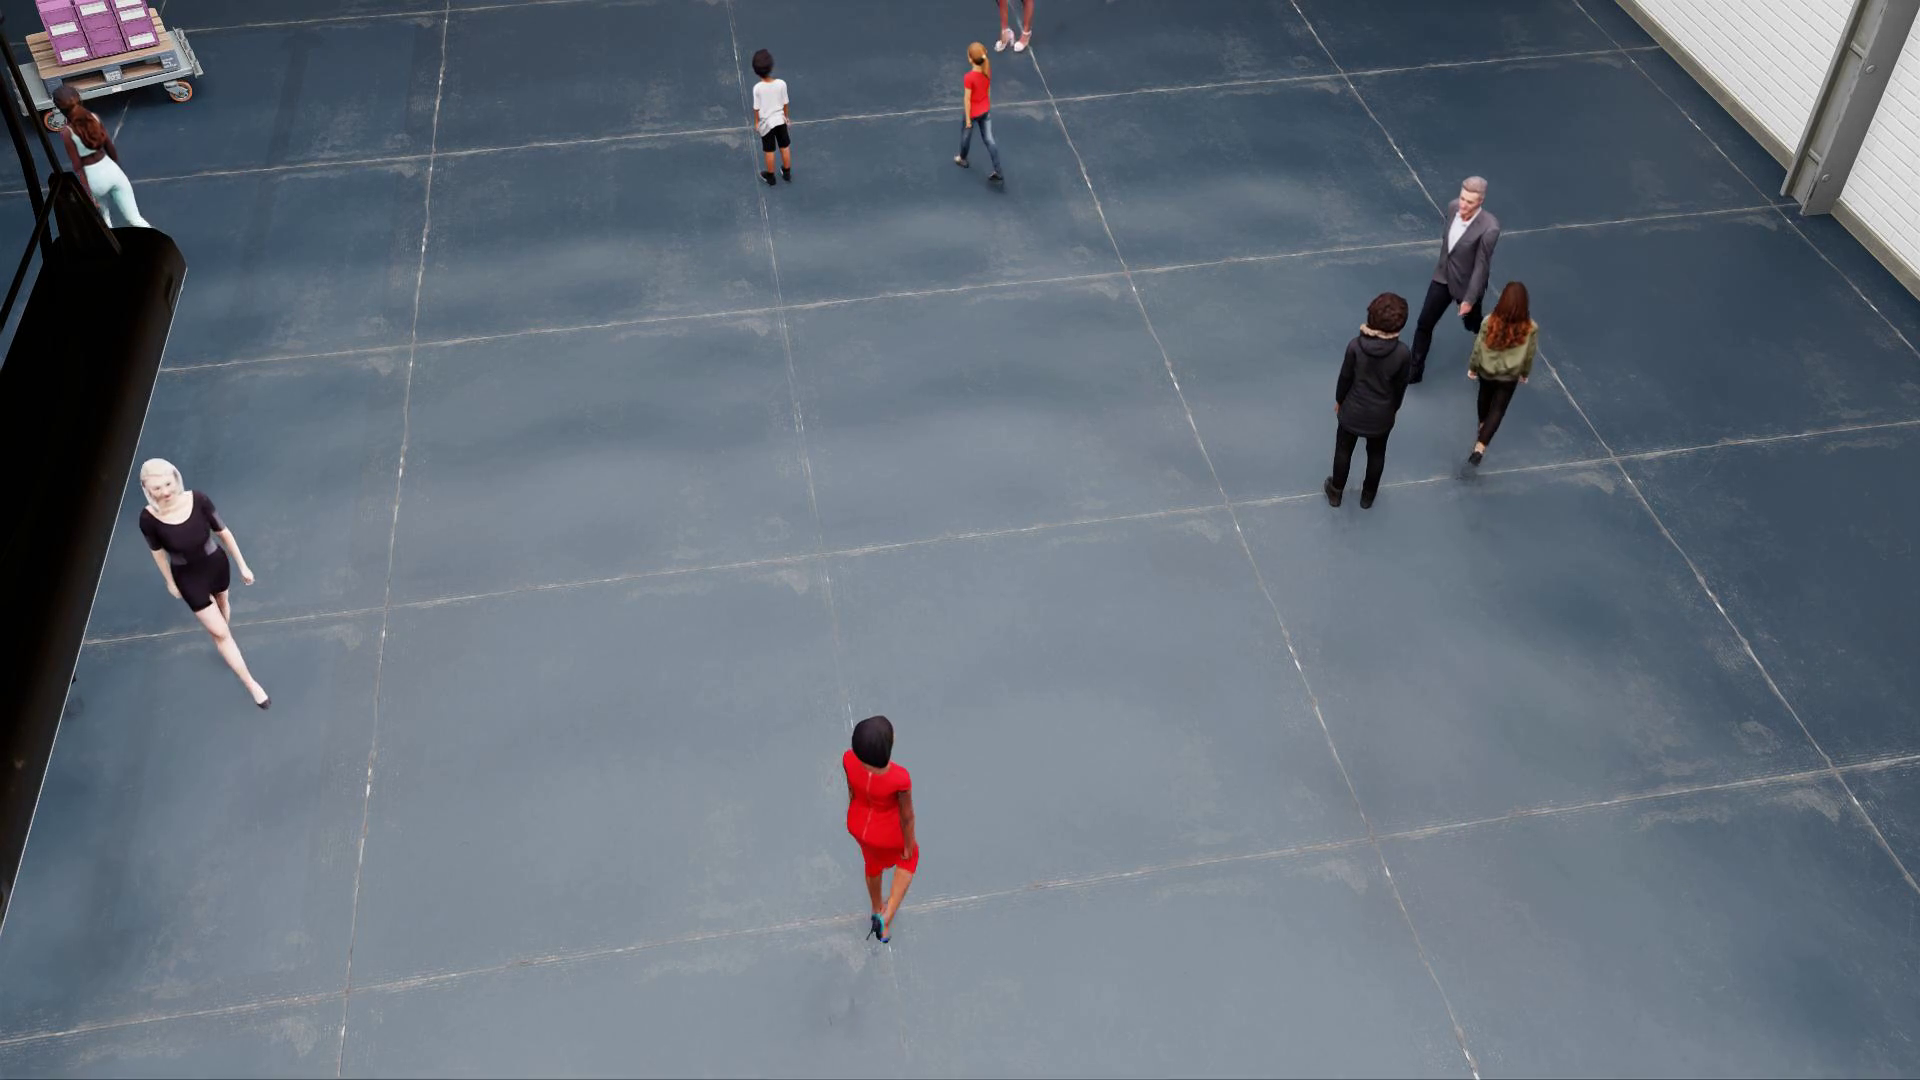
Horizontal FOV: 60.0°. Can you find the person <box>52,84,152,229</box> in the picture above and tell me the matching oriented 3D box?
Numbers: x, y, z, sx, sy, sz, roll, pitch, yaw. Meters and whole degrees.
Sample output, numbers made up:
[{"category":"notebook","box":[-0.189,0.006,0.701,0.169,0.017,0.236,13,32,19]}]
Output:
[{"category":"person","box":[-6.937,-2.876,13.616,1.189,1.681,1.107,28,50,27]}]

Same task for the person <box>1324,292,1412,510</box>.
[{"category":"person","box":[2.830,-0.936,11.508,0.704,1.779,0.707,8,44,8]}]

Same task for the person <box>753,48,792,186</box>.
[{"category":"person","box":[-1.681,-3.777,14.869,0.536,1.257,0.549,-19,47,-19]}]

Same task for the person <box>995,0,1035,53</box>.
[{"category":"person","box":[0.653,-5.713,16.524,0.790,1.777,0.728,-34,53,-30]}]

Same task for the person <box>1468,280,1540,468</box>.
[{"category":"person","box":[3.880,-1.174,11.995,0.941,1.452,1.055,21,47,21]}]

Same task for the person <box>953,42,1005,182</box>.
[{"category":"person","box":[0.208,-3.799,14.869,0.732,1.288,0.961,-26,49,-25]}]

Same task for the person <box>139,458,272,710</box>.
[{"category":"person","box":[-4.735,0.167,10.343,0.991,1.789,1.203,-32,52,-29]}]

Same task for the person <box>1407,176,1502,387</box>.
[{"category":"person","box":[3.835,-1.972,12.588,1.117,1.789,1.271,-27,50,-25]}]

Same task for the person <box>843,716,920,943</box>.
[{"category":"person","box":[-0.465,1.604,8.875,0.740,1.734,0.810,17,46,17]}]
